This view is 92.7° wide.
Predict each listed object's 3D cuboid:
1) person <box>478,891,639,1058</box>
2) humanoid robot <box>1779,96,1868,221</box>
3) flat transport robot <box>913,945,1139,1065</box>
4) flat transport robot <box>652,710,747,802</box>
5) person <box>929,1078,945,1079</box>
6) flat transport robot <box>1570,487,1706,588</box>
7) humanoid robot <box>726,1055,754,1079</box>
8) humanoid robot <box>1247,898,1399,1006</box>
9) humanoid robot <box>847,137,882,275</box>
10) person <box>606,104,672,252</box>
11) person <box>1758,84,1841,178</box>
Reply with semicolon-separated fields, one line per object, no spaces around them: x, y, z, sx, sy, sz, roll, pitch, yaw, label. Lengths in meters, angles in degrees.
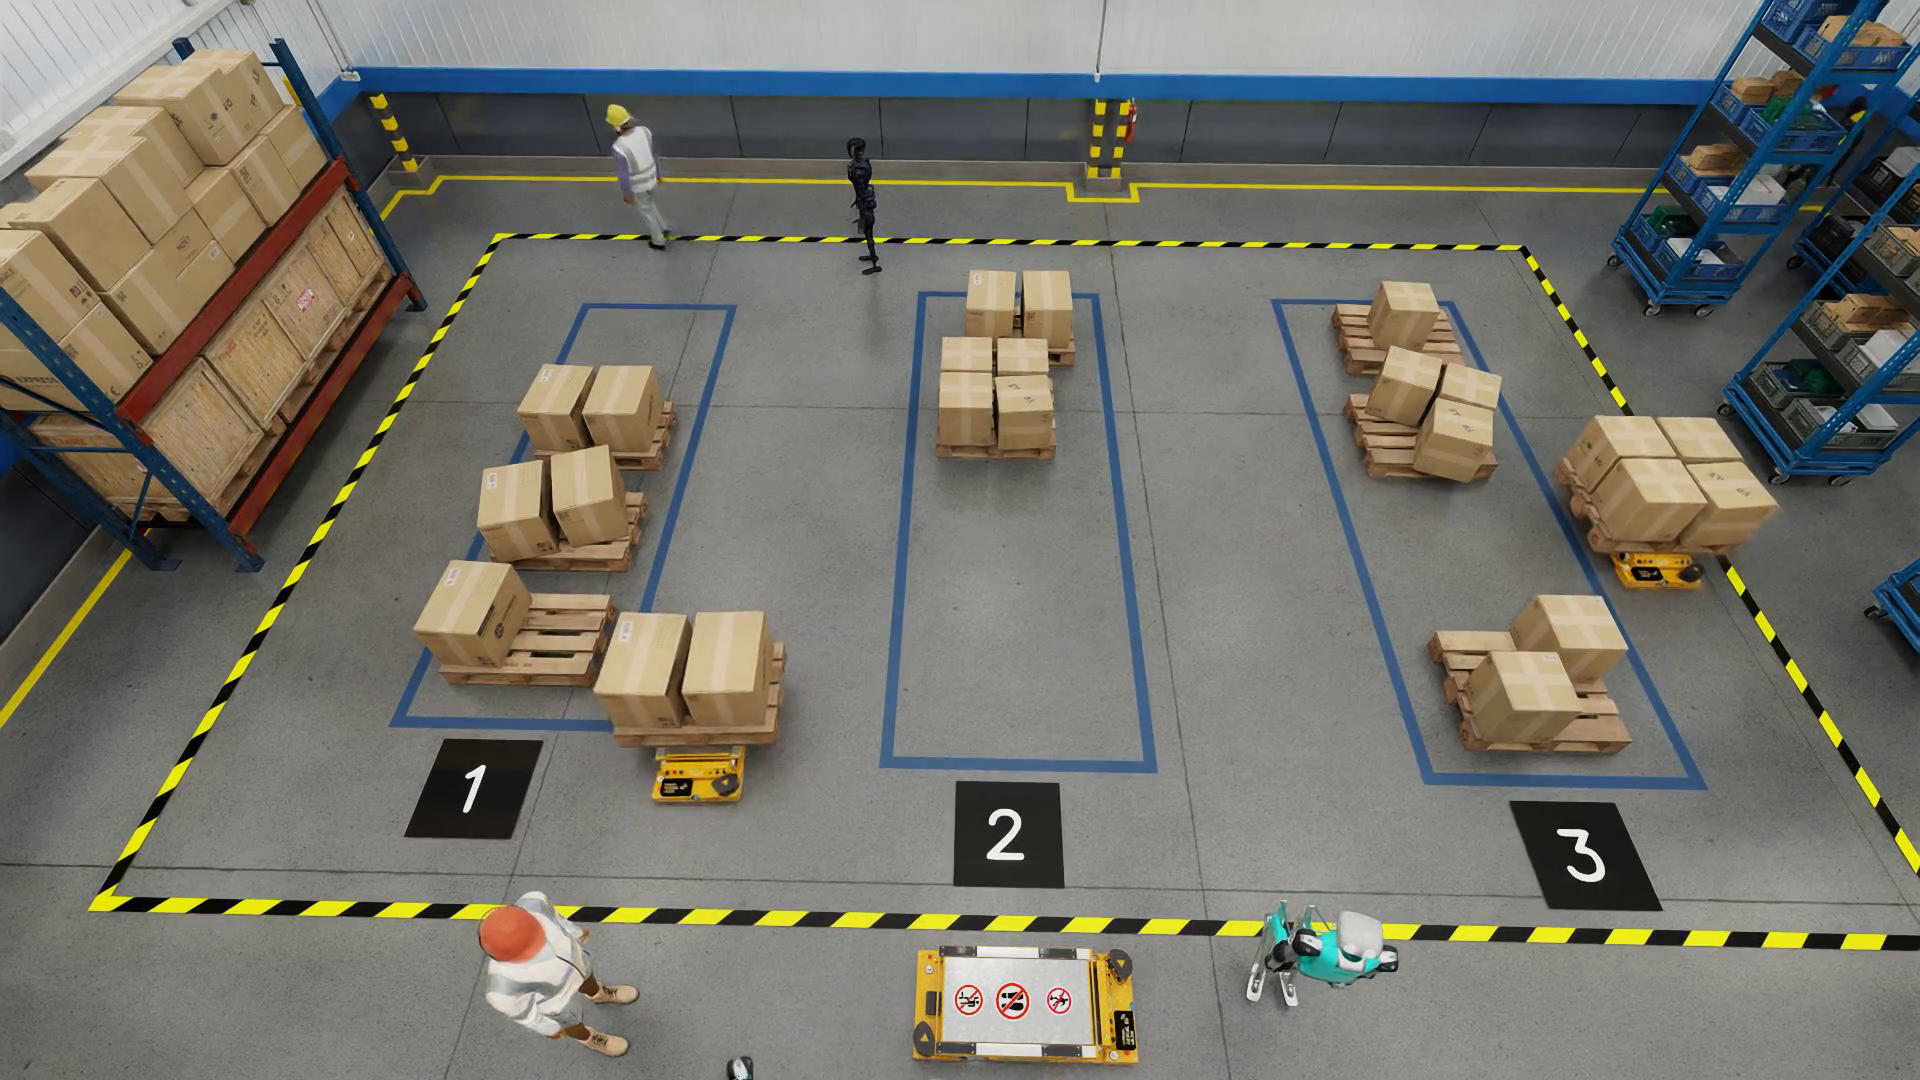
-2.289;2.519;5.290;0.383;2.039;0.613;0;51;0;person
10.587;-4.676;11.391;0.332;1.657;0.589;-38;60;-26;humanoid robot
0.422;3.041;6.007;1.431;0.231;0.659;1;51;1;flat transport robot
-2.014;1.378;7.344;0.652;0.197;1.431;-1;51;-1;flat transport robot
-0.043;3.259;4.821;0.429;1.837;0.623;-2;51;-2;person
6.316;-0.184;8.618;0.652;0.197;1.431;1;51;1;flat transport robot
-1.337;3.318;4.857;0.919;1.781;0.557;-19;53;-15;humanoid robot
2.111;2.379;5.512;0.533;1.677;0.735;9;51;7;humanoid robot
-1.135;-3.919;10.760;0.315;1.659;0.599;-6;51;-5;humanoid robot
-3.859;-4.315;11.004;0.446;1.811;0.609;23;55;18;person
10.240;-4.846;11.428;0.507;1.827;0.578;0;51;0;person
